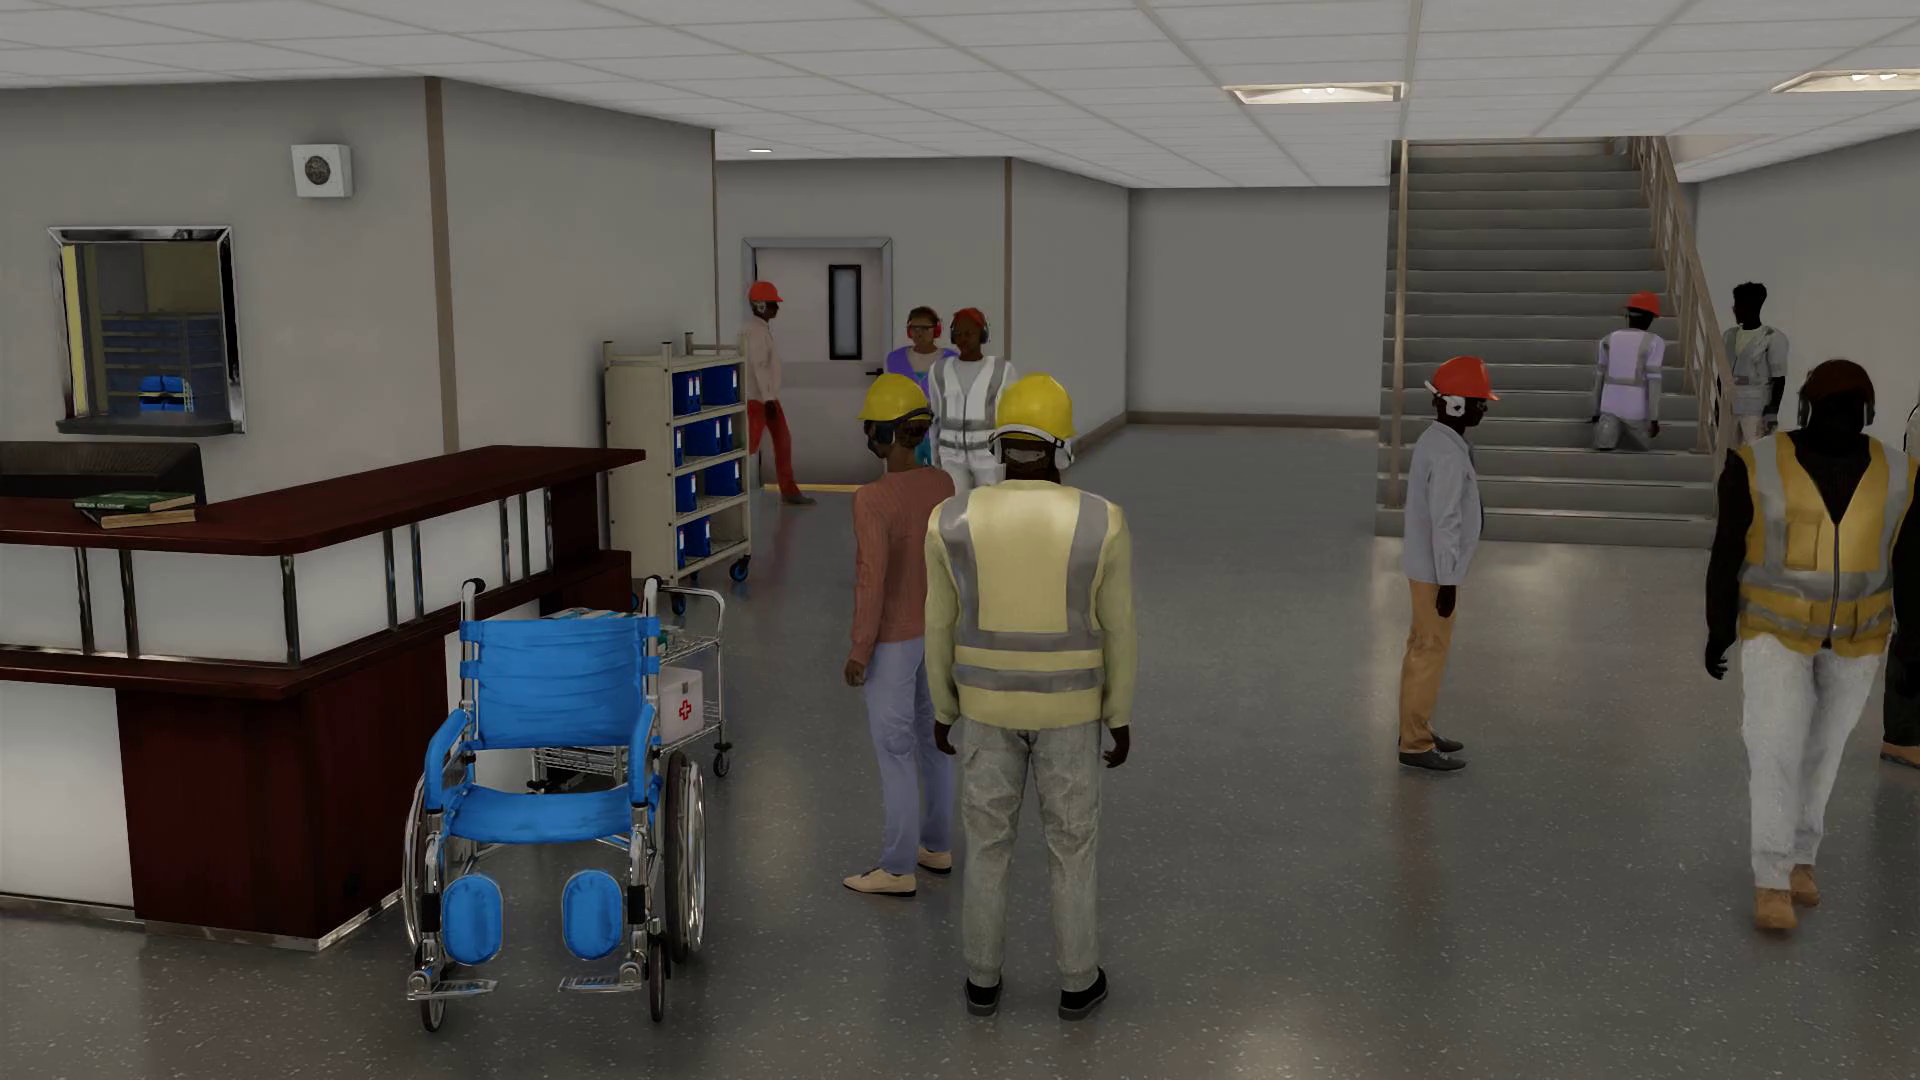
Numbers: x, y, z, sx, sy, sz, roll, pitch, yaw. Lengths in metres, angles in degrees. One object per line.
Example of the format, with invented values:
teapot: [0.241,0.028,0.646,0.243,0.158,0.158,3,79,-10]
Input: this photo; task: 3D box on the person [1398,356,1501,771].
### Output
person: [2.053,0.099,7.016,0.358,1.744,0.557,2,10,10]

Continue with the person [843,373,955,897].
person: [-0.207,0.322,5.632,0.311,1.768,0.522,6,11,32]

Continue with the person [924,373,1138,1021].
person: [0.202,0.449,4.679,0.596,1.832,0.404,2,10,9]

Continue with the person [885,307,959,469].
person: [-0.264,-0.637,11.112,0.603,1.811,0.841,2,10,14]

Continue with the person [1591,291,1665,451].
person: [5.379,-1.048,13.356,0.987,1.870,0.628,-8,12,-39]

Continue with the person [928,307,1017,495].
person: [0.092,-0.502,10.236,0.579,1.857,0.881,3,10,15]

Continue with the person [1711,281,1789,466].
person: [6.155,-1.036,13.035,0.363,1.962,0.612,-4,10,-22]

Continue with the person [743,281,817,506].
person: [-1.767,-1.231,14.224,0.965,1.966,0.612,0,10,2]

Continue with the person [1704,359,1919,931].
person: [2.769,0.346,5.318,0.654,1.819,0.756,2,10,10]

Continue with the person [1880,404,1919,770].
person: [4.145,0.042,7.034,0.345,1.846,0.507,9,13,43]
